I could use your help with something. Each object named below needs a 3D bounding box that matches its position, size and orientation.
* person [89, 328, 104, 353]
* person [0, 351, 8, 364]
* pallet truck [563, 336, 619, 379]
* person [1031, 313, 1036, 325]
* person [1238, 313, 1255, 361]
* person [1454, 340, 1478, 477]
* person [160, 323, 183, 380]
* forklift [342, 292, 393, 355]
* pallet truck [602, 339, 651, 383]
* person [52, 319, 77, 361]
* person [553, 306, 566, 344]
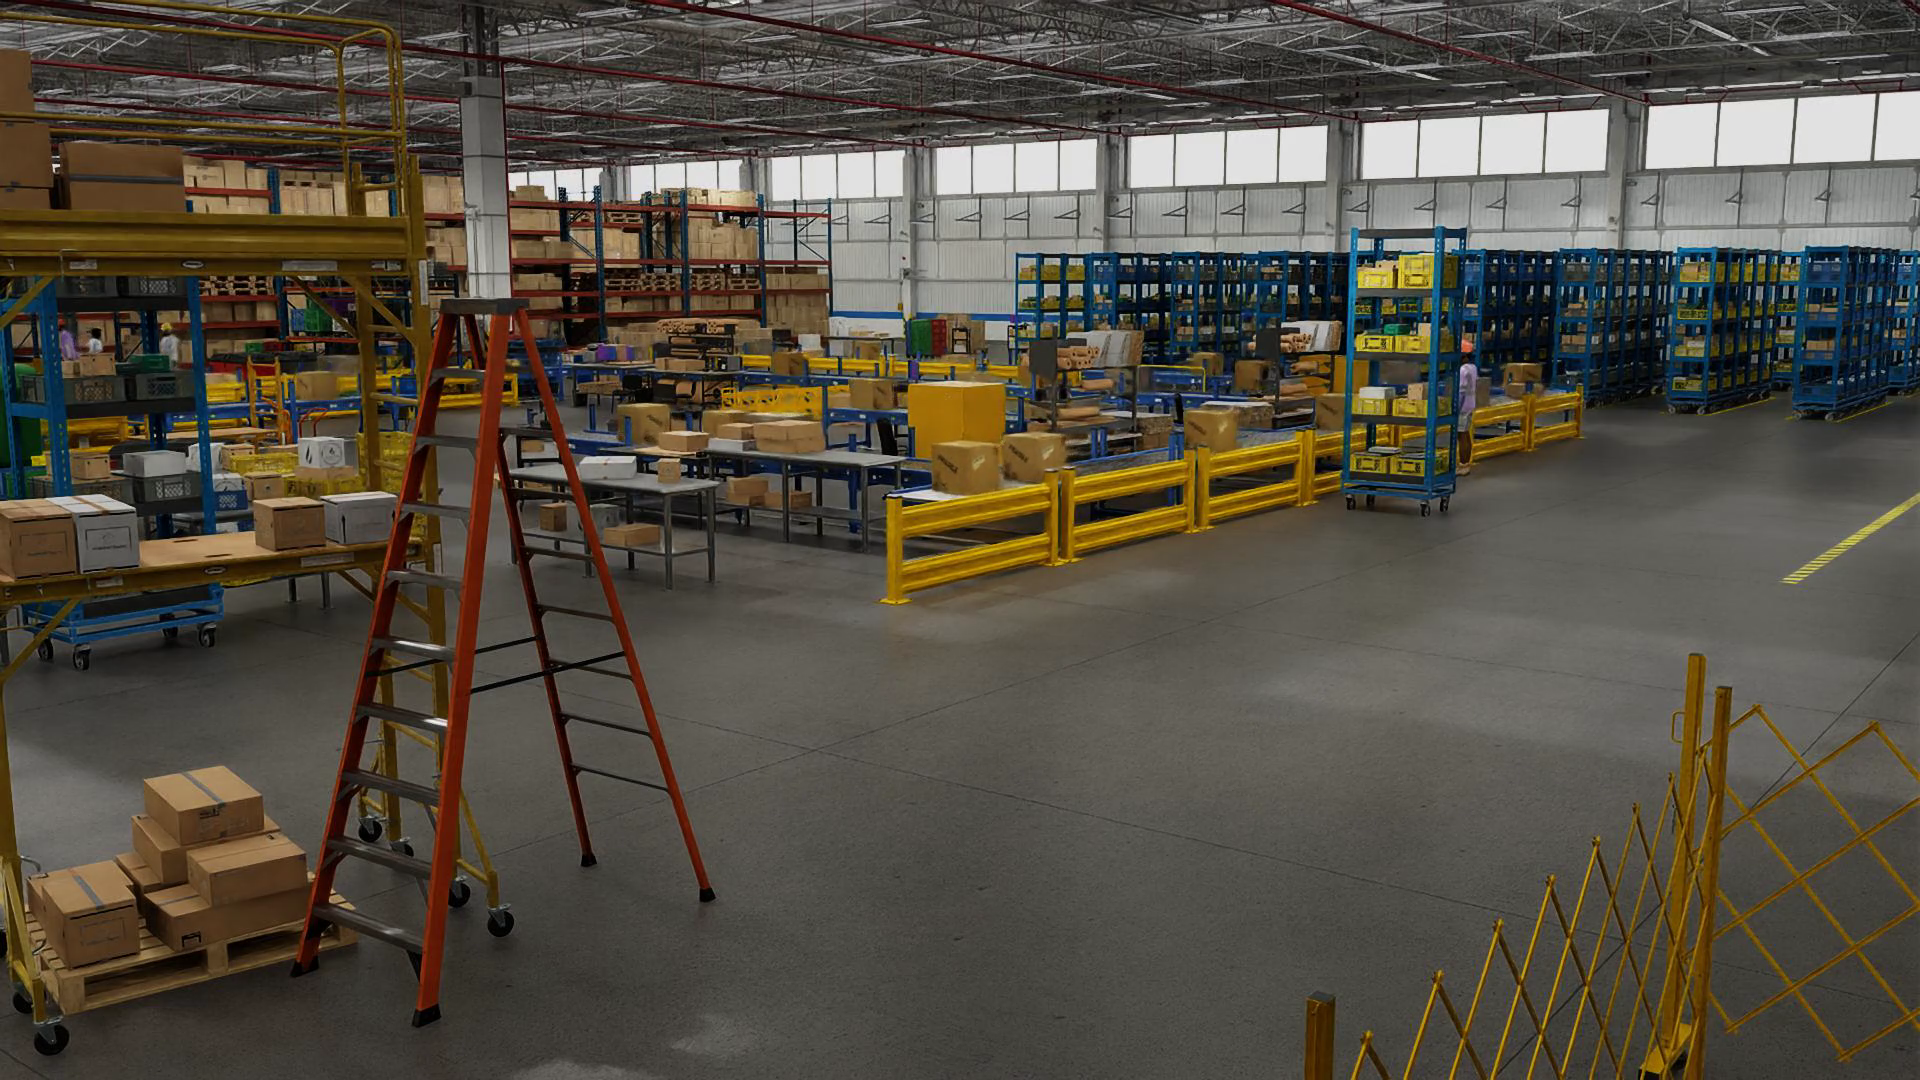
[{"bbox_3d":[-21.701,-4.503,41.926,0.546,1.643,0.862,6,11,34],"label":"person"},{"bbox_3d":[-21.509,-3.812,37.414,0.540,1.733,0.825,9,12,43],"label":"person"},{"bbox_3d":[-10.690,-5.294,48.215,1.601,1.201,0.680,-5,10,-26],"label":"pallet truck"},{"bbox_3d":[2.535,-6.522,54.081,0.771,1.806,0.602,4,10,21],"label":"person"},{"bbox_3d":[8.587,-5.814,49.500,0.667,1.869,1.066,3,9,16],"label":"person"},{"bbox_3d":[7.522,-1.970,24.920,0.365,2.048,0.608,5,11,31],"label":"person"},{"bbox_3d":[-19.842,-4.567,41.854,0.599,1.815,0.724,5,10,29],"label":"person"},{"bbox_3d":[-16.485,-5.622,45.120,1.129,2.768,1.873,7,11,37],"label":"forklift"},{"bbox_3d":[-8.991,-4.871,45.351,0.653,1.274,1.630,7,11,37],"label":"pallet truck"},{"bbox_3d":[-22.997,-4.742,42.800,1.057,1.862,0.593,-3,9,-16],"label":"person"},{"bbox_3d":[-15.093,-7.928,62.879,0.858,1.794,0.648,-9,13,-44],"label":"person"}]
